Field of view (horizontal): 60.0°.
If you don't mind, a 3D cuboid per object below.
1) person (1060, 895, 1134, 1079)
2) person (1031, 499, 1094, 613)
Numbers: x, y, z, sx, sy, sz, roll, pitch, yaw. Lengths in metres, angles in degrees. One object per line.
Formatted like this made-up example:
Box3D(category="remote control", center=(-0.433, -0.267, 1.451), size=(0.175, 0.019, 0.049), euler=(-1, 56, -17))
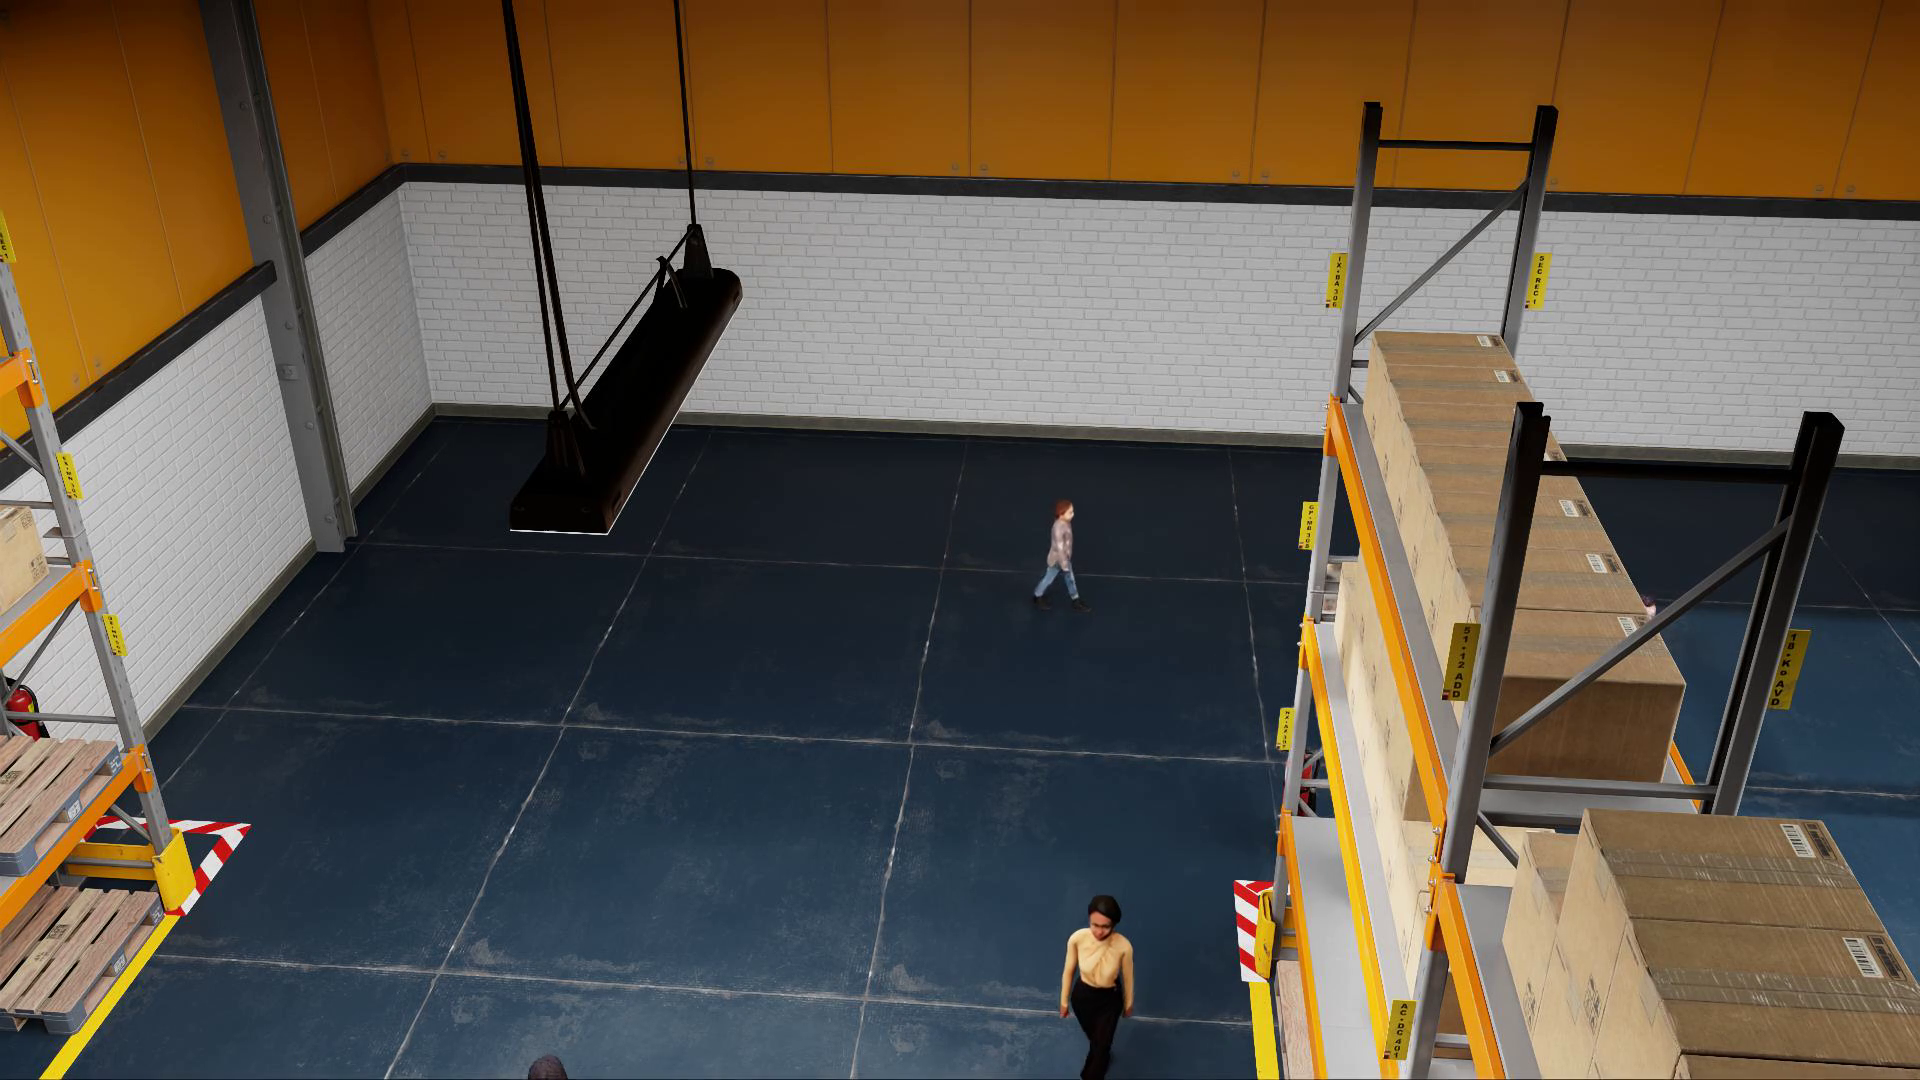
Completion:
Box3D(category="person", center=(0.864, 2.827, 10.282), size=(0.759, 1.613, 1.088), euler=(9, 30, 16))
Box3D(category="person", center=(0.884, 0.160, 15.635), size=(0.727, 1.169, 0.821), euler=(13, 31, 23))
